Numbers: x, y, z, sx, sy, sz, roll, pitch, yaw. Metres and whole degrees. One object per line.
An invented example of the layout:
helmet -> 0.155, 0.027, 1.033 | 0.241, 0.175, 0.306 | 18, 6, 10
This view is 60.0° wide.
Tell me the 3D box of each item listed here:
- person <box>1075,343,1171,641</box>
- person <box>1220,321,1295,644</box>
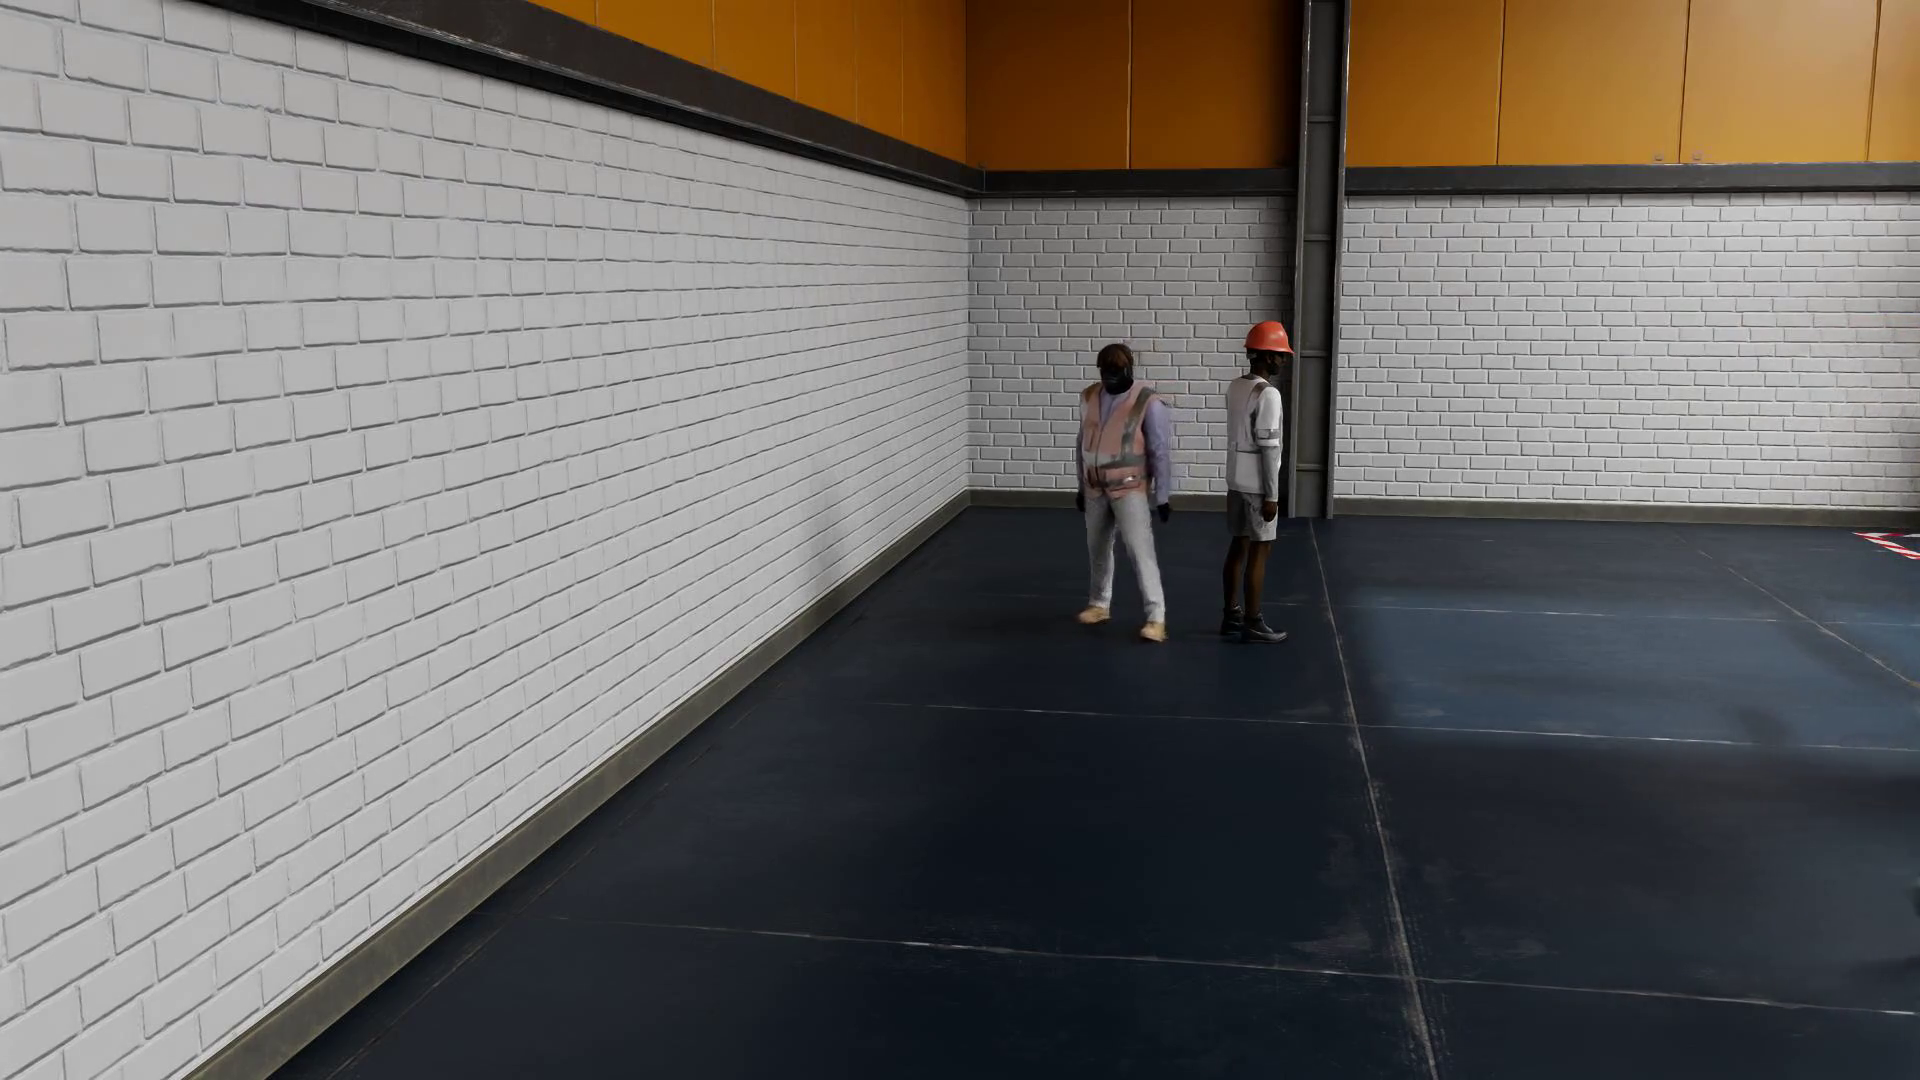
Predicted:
person -> 1.017, -0.302, 10.177 | 0.772, 1.799, 0.538 | 8, 12, 41
person -> 1.787, -0.337, 9.942 | 0.378, 1.930, 0.538 | -3, 10, -17
